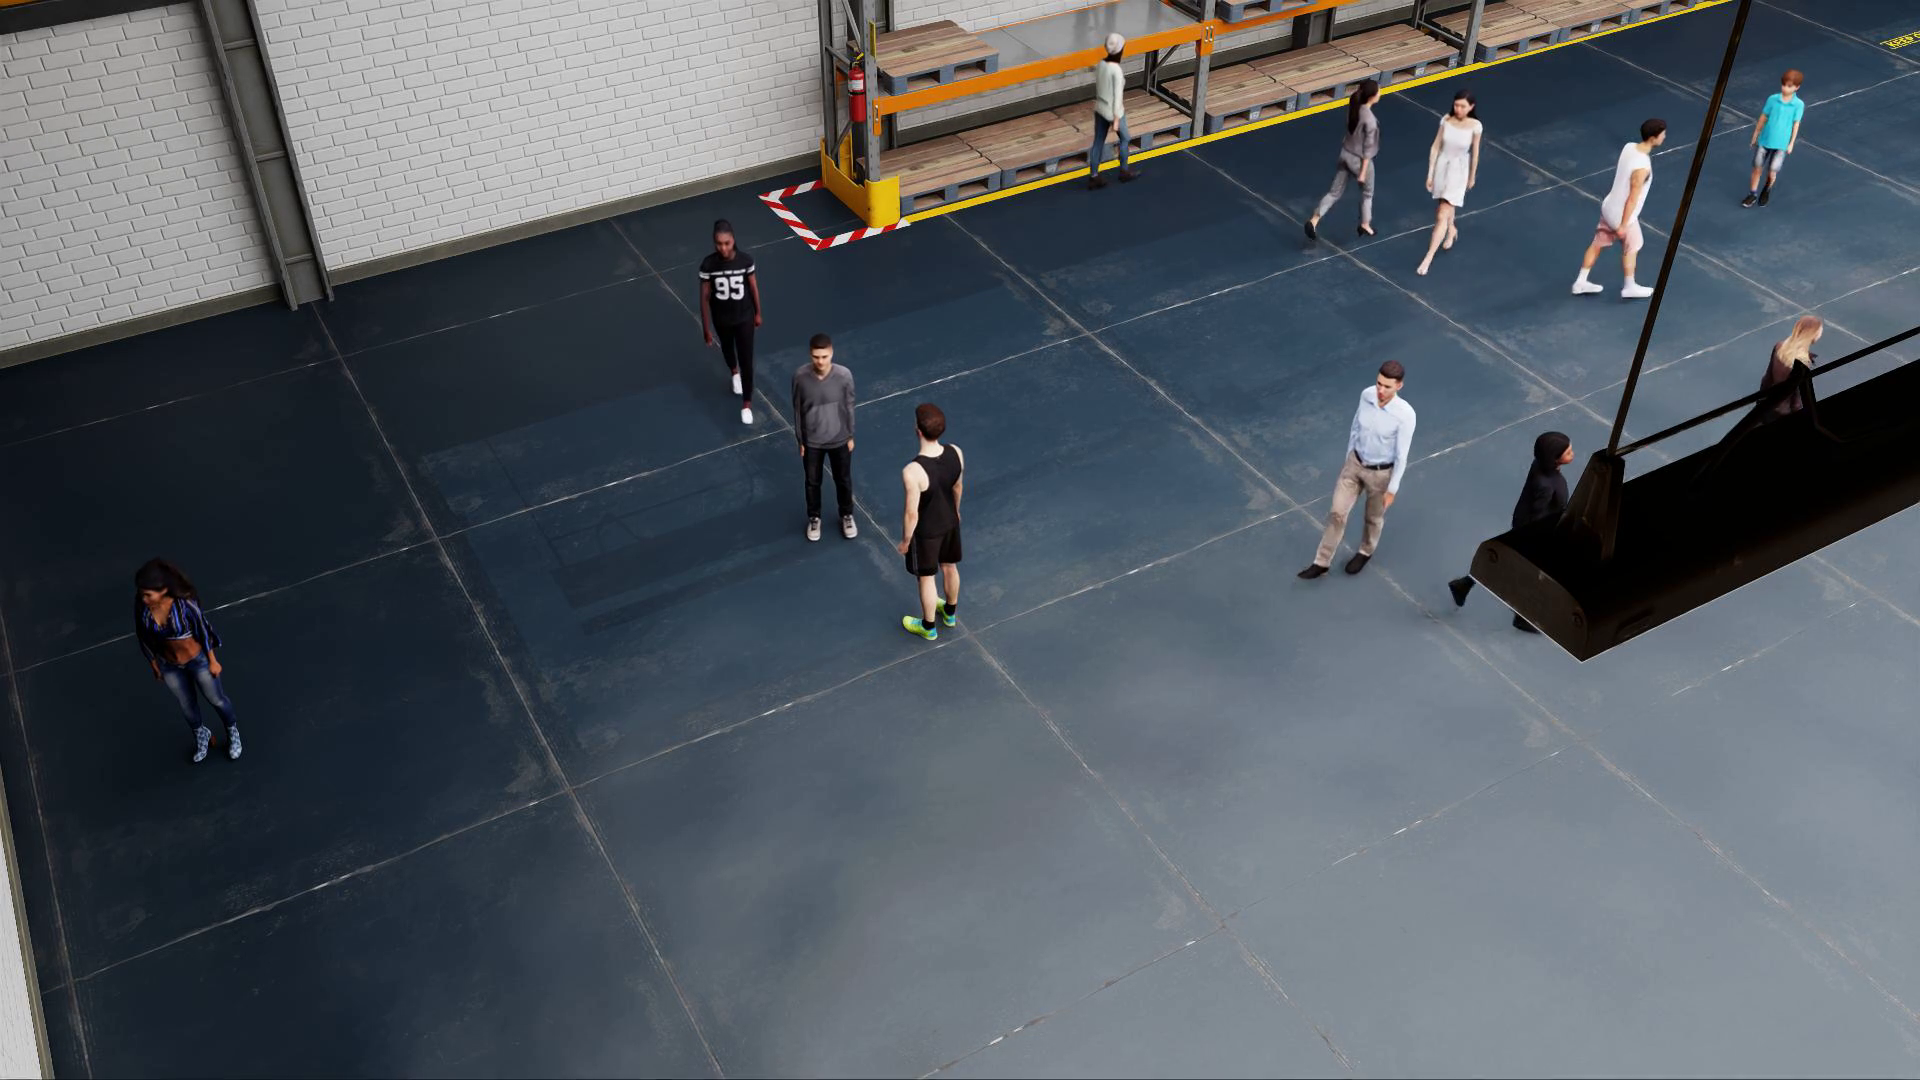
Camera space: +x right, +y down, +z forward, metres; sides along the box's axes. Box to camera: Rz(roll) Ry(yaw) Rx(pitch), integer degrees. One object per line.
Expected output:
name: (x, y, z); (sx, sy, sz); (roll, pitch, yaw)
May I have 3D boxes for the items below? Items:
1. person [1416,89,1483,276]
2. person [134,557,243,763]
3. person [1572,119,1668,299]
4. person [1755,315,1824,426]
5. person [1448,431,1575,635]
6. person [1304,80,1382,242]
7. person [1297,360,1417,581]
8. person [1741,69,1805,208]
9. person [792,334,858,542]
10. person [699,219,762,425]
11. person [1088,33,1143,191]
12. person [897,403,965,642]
person: (4.637, -3.434, 15.691); (0.922, 1.717, 1.243); (24, 44, 27)
person: (-4.885, 0.768, 10.508); (0.629, 1.619, 0.756); (-3, 39, -4)
person: (5.916, -2.984, 15.097); (1.068, 1.755, 0.917); (-2, 39, -3)
person: (6.098, -0.926, 12.577); (1.073, 1.684, 0.887); (-3, 39, -3)
person: (3.864, -0.048, 11.484); (1.059, 1.677, 0.929); (5, 39, 6)
person: (3.702, -3.582, 15.938); (1.094, 1.641, 0.698); (-16, 41, -19)
person: (3.008, -0.530, 11.970); (1.018, 1.822, 0.822); (-31, 48, -33)
person: (8.182, -4.028, 16.658); (0.607, 1.439, 0.627); (29, 47, 31)
person: (-0.994, -0.770, 12.322); (0.604, 1.759, 0.742); (-3, 39, -4)
person: (-1.887, -1.870, 13.753); (1.158, 1.691, 0.977); (-6, 39, -7)
person: (1.450, -4.325, 16.878); (0.830, 1.629, 0.592); (-22, 43, -25)
person: (-0.185, -0.112, 11.392); (0.584, 1.892, 0.785); (-28, 47, -31)
